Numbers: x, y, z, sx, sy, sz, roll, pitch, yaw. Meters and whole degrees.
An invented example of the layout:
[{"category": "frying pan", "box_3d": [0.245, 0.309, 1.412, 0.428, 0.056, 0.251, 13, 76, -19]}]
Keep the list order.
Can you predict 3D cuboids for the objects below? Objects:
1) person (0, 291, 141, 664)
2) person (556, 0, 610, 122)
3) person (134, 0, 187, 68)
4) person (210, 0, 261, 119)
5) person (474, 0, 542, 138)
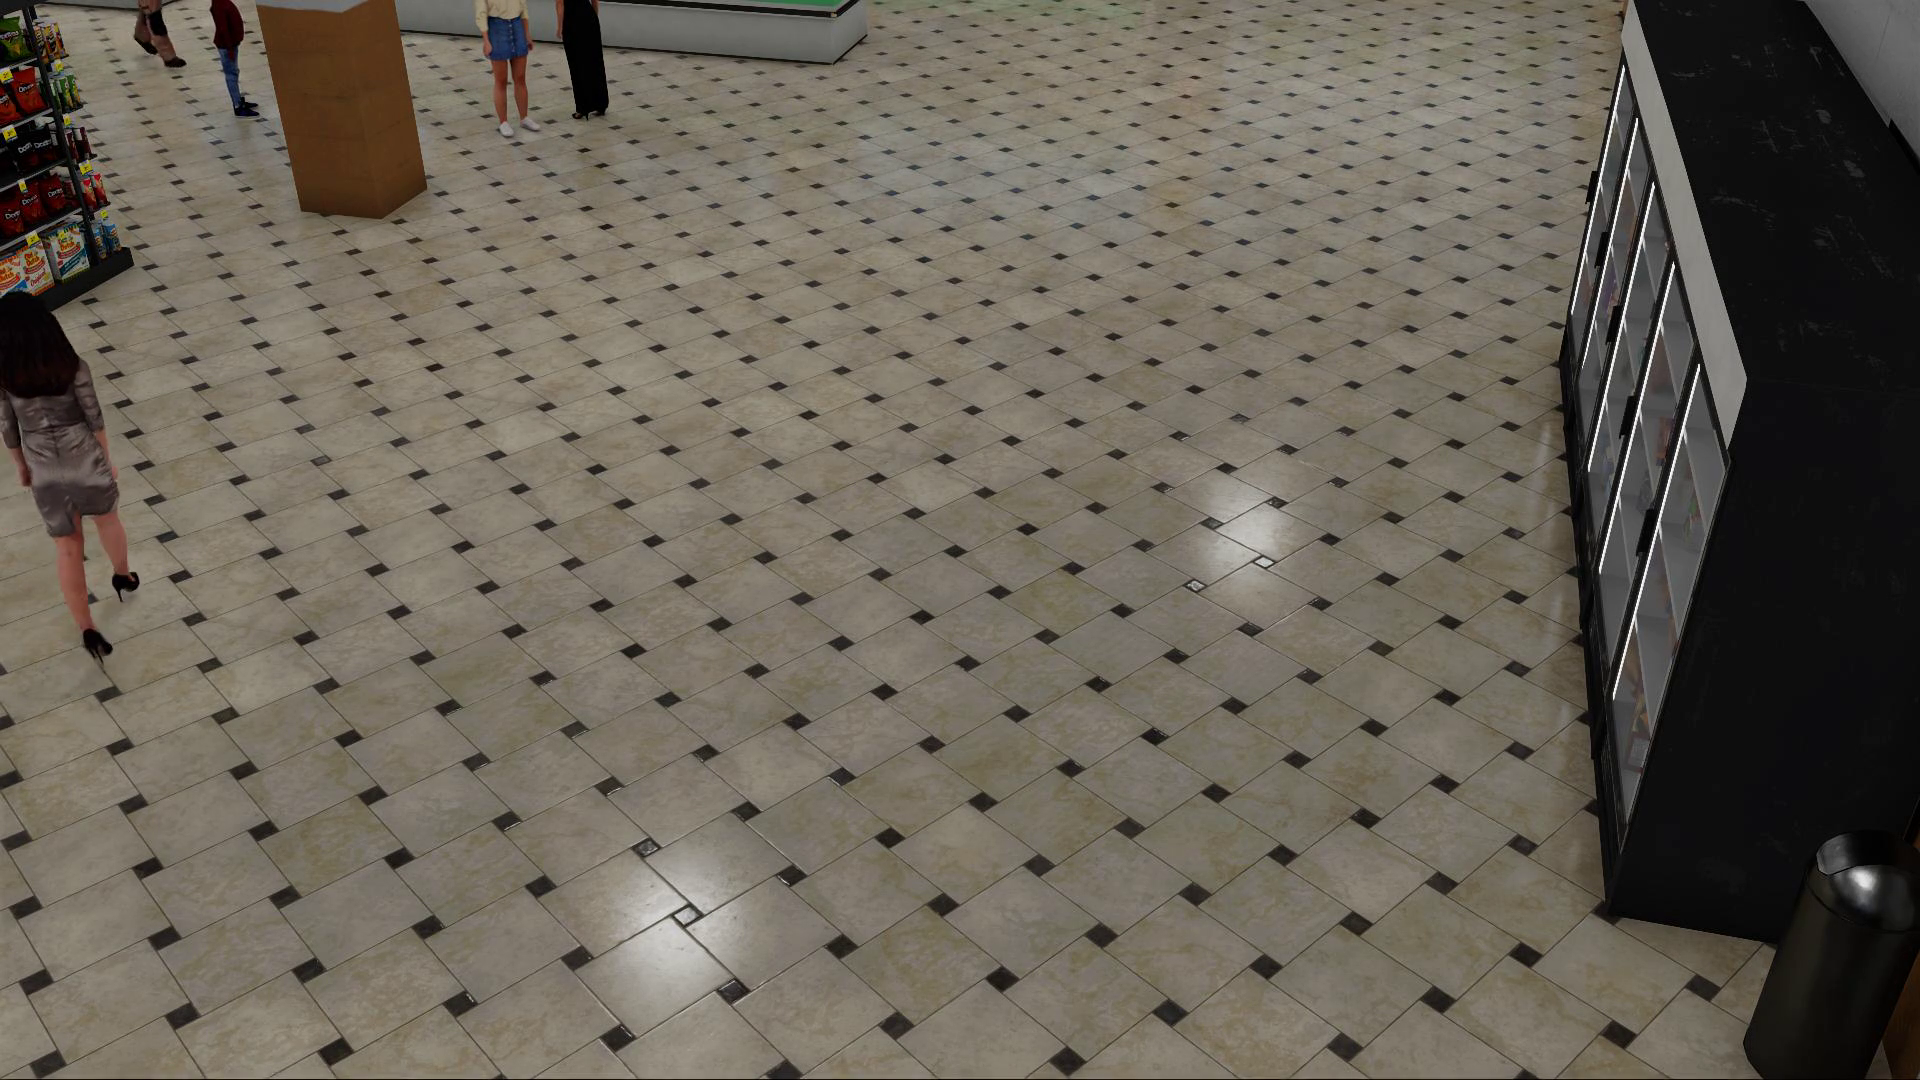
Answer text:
[{"category": "person", "box_3d": [-4.041, -0.235, 7.526, 1.082, 1.702, 1.027, -10, 33, -15]}, {"category": "person", "box_3d": [-3.289, -4.456, 14.402, 0.654, 1.604, 0.672, -26, 40, -35]}, {"category": "person", "box_3d": [-7.841, -5.454, 15.817, 1.255, 1.805, 0.943, 19, 37, 28]}, {"category": "person", "box_3d": [-6.425, -4.357, 14.574, 0.619, 1.254, 0.586, -10, 33, -15]}, {"category": "person", "box_3d": [-3.843, -4.262, 14.064, 0.725, 1.632, 0.741, -25, 39, -34]}]
